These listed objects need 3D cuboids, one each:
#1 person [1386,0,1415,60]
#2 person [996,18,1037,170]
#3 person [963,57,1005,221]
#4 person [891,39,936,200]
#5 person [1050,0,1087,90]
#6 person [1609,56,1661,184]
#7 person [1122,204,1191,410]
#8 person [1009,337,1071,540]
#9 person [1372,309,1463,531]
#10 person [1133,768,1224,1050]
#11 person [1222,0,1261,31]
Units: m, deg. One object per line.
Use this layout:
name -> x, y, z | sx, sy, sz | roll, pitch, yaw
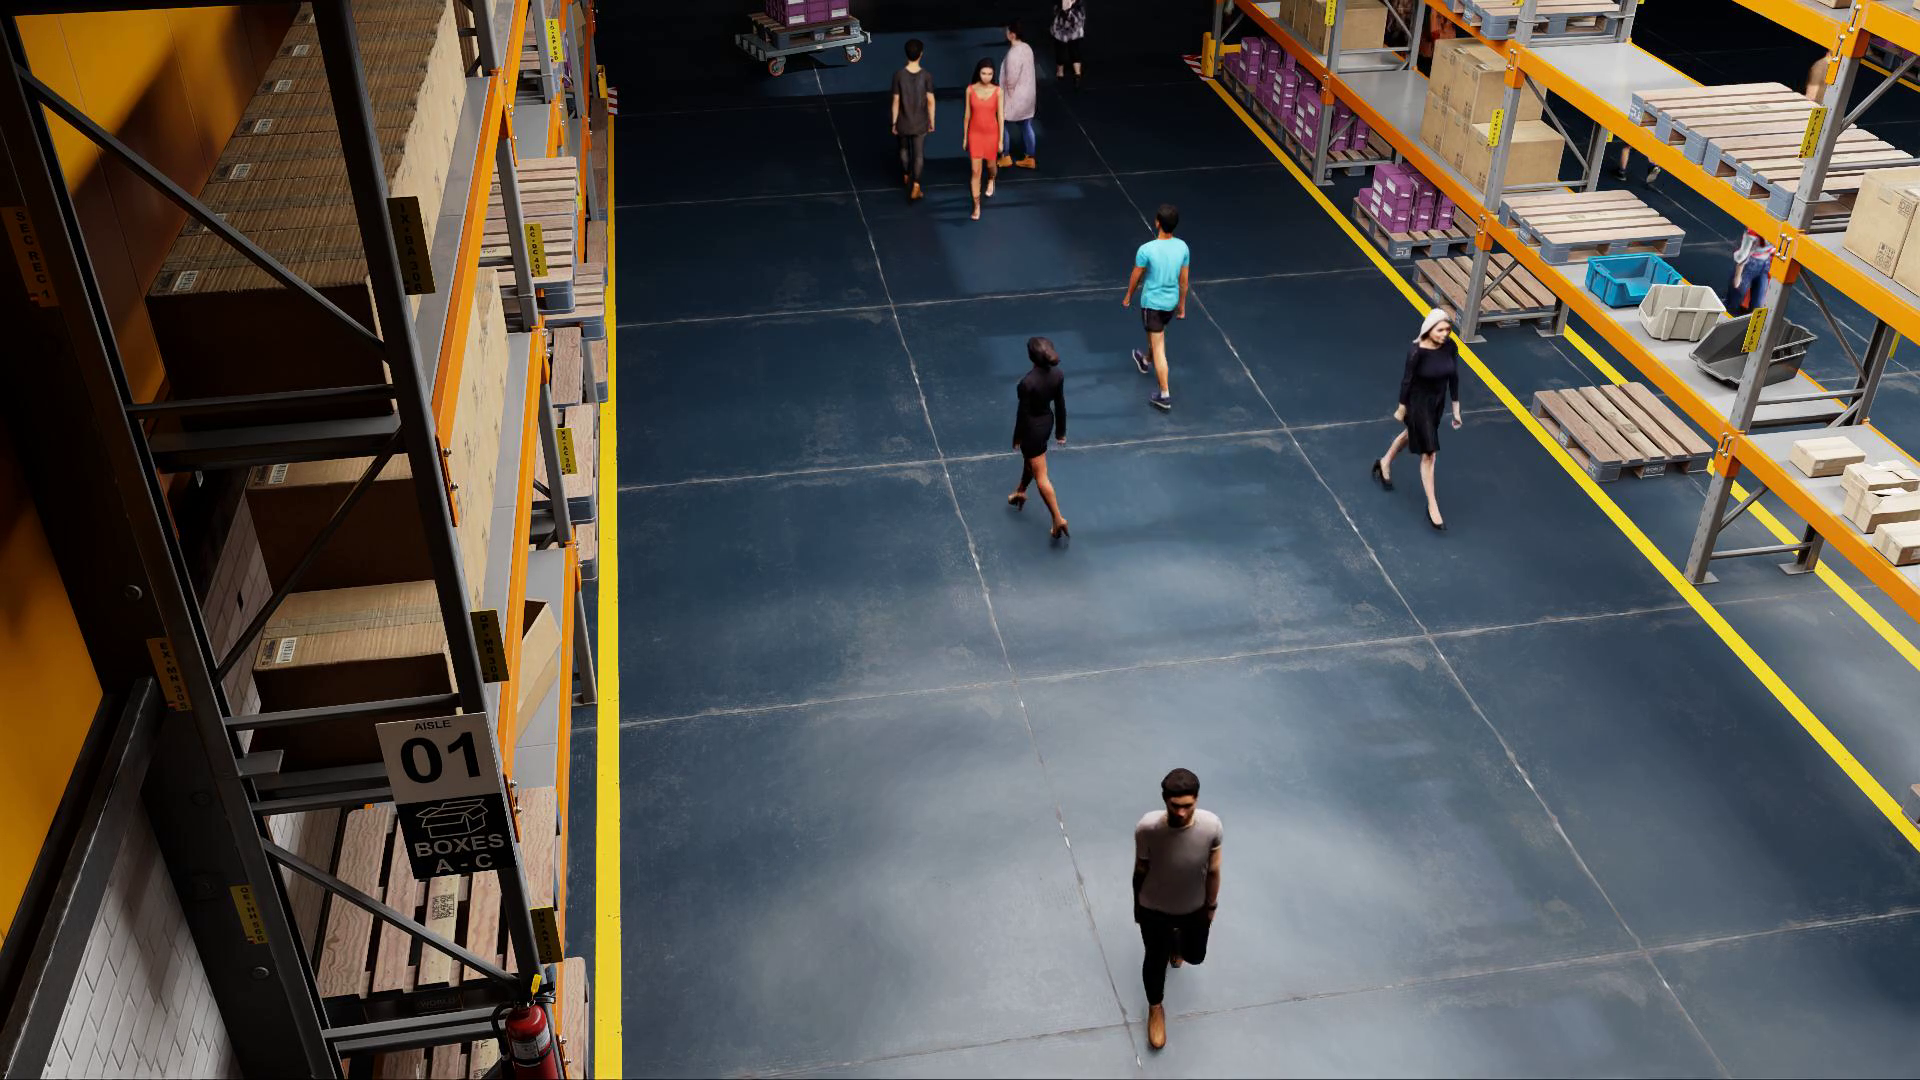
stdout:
person -> 5.634, -6.462, 20.994 | 0.782, 1.746, 1.162 | 0, 34, -1
person -> 0.725, -5.026, 18.851 | 0.908, 1.727, 0.845 | 20, 39, 27
person -> 0.272, -4.340, 17.857 | 0.808, 1.685, 1.147 | 4, 34, 6
person -> -0.538, -4.554, 18.194 | 0.800, 1.668, 1.102 | 2, 34, 4
person -> 1.409, -6.584, 21.301 | 0.695, 1.609, 1.062 | -8, 34, -11
person -> 7.665, -4.681, 18.595 | 0.643, 1.436, 0.870 | -14, 36, -20
person -> 1.749, -1.952, 14.223 | 0.783, 1.731, 1.169 | -12, 35, -18
person -> 0.626, -0.733, 12.507 | 0.887, 1.600, 1.083 | -24, 40, -31
person -> 3.532, -1.014, 12.850 | 0.804, 1.688, 1.240 | -15, 36, -21
person -> 1.104, 1.801, 8.595 | 0.709, 1.710, 0.954 | 1, 34, 1
person -> 4.056, -8.085, 23.342 | 1.132, 1.850, 1.177 | -27, 42, -35
